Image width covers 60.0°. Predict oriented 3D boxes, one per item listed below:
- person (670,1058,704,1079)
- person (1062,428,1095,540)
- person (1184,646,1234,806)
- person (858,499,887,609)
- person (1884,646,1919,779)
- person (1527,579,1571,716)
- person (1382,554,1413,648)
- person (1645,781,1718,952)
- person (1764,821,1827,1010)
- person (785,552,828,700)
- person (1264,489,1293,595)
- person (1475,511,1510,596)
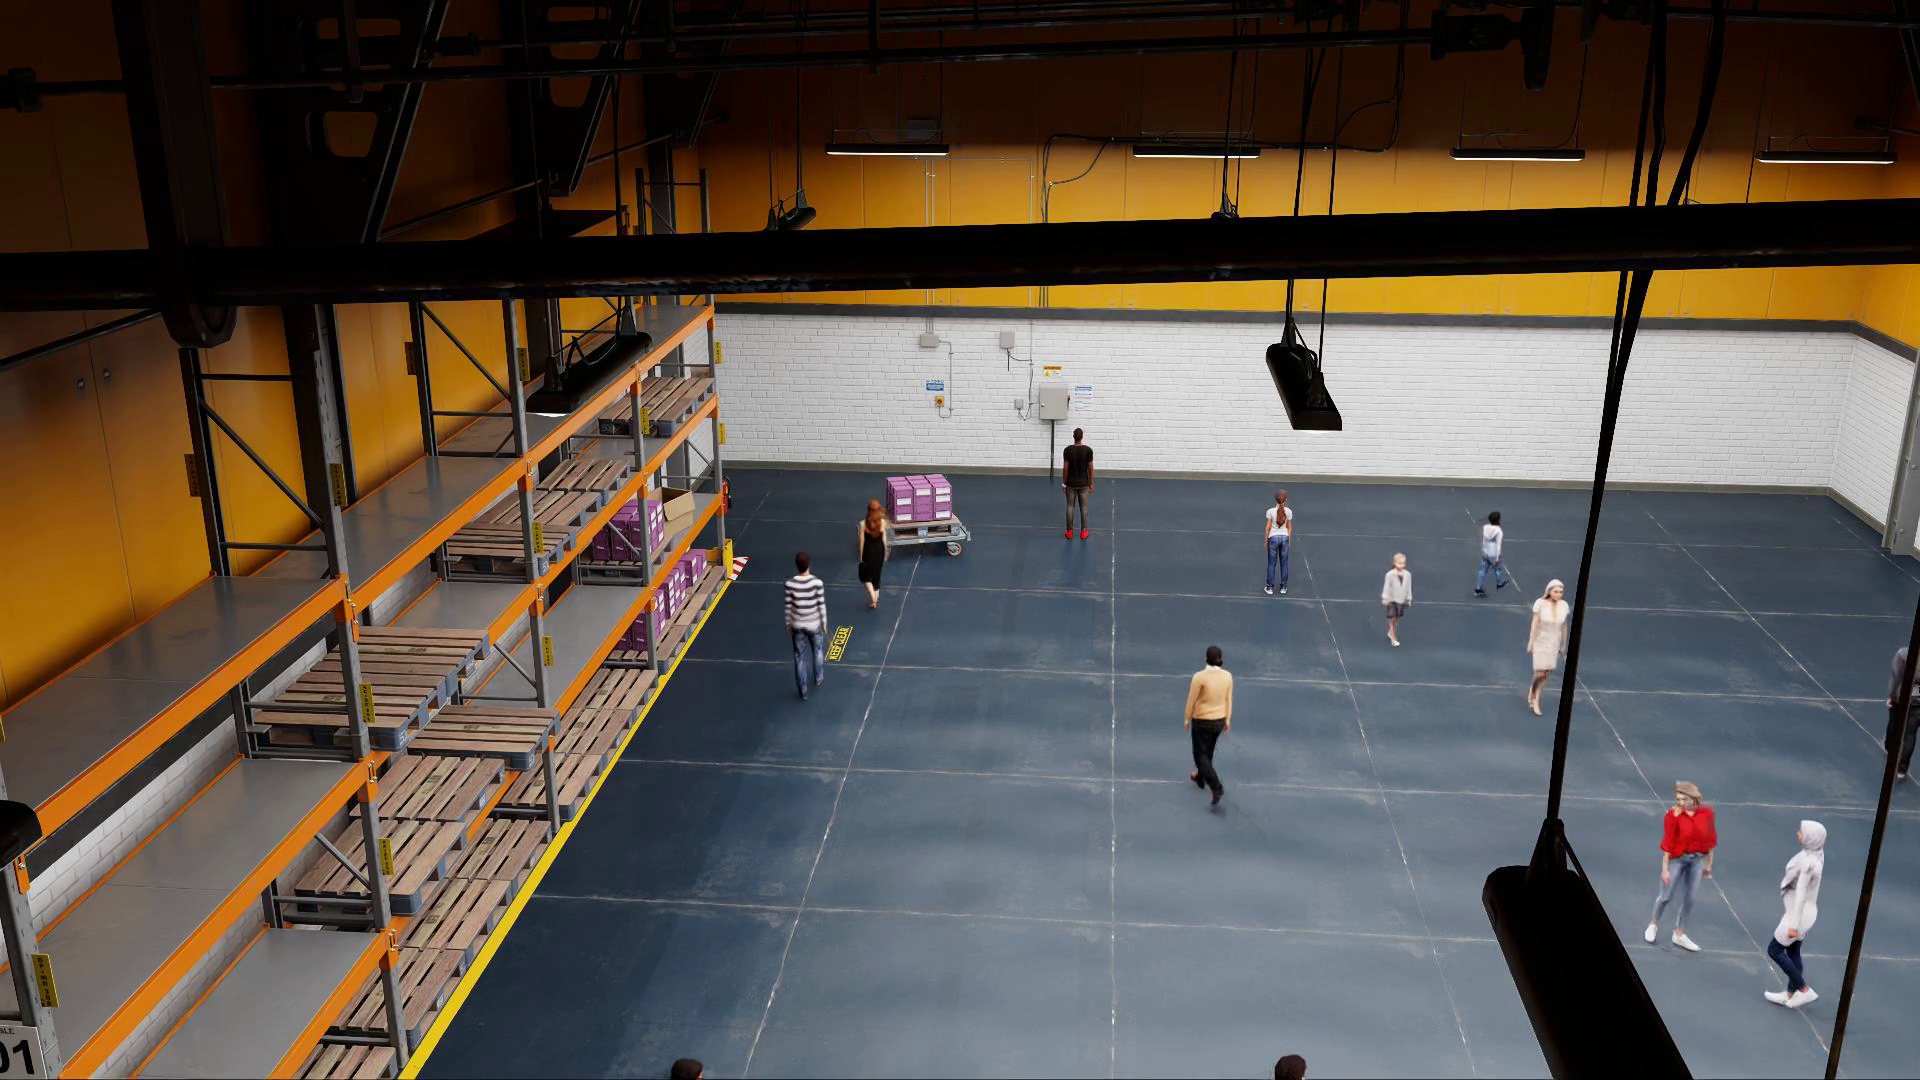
[{"bbox_3d":[-1.887,4.351,11.555,0.766,1.709,0.610,7,20,19],"label":"person"},{"bbox_3d":[1.868,-0.909,26.471,0.653,1.805,0.527,1,19,2],"label":"person"},{"bbox_3d":[2.704,2.003,17.939,0.982,1.734,1.193,-8,20,-22],"label":"person"},{"bbox_3d":[-1.194,0.235,23.380,0.739,1.611,0.833,-8,20,-22],"label":"person"},{"bbox_3d":[10.578,1.821,18.511,0.926,1.711,1.230,9,21,25],"label":"person"},{"bbox_3d":[7.049,1.269,20.130,0.650,1.725,0.679,-1,19,-4],"label":"person"},{"bbox_3d":[5.838,0.775,22.335,0.633,1.255,0.842,-2,19,-7],"label":"person"},{"bbox_3d":[6.656,2.959,15.186,0.676,1.677,0.627,-6,19,-16],"label":"person"},{"bbox_3d":[7.248,3.245,14.200,0.838,1.766,0.763,13,23,34],"label":"person"},{"bbox_3d":[-1.913,1.082,20.524,0.738,1.829,0.934,0,19,-1],"label":"person"},{"bbox_3d":[4.620,0.006,24.136,0.546,1.563,0.526,0,19,0],"label":"person"},{"bbox_3d":[7.633,0.216,24.031,0.892,1.231,0.850,-14,23,-35],"label":"person"}]
